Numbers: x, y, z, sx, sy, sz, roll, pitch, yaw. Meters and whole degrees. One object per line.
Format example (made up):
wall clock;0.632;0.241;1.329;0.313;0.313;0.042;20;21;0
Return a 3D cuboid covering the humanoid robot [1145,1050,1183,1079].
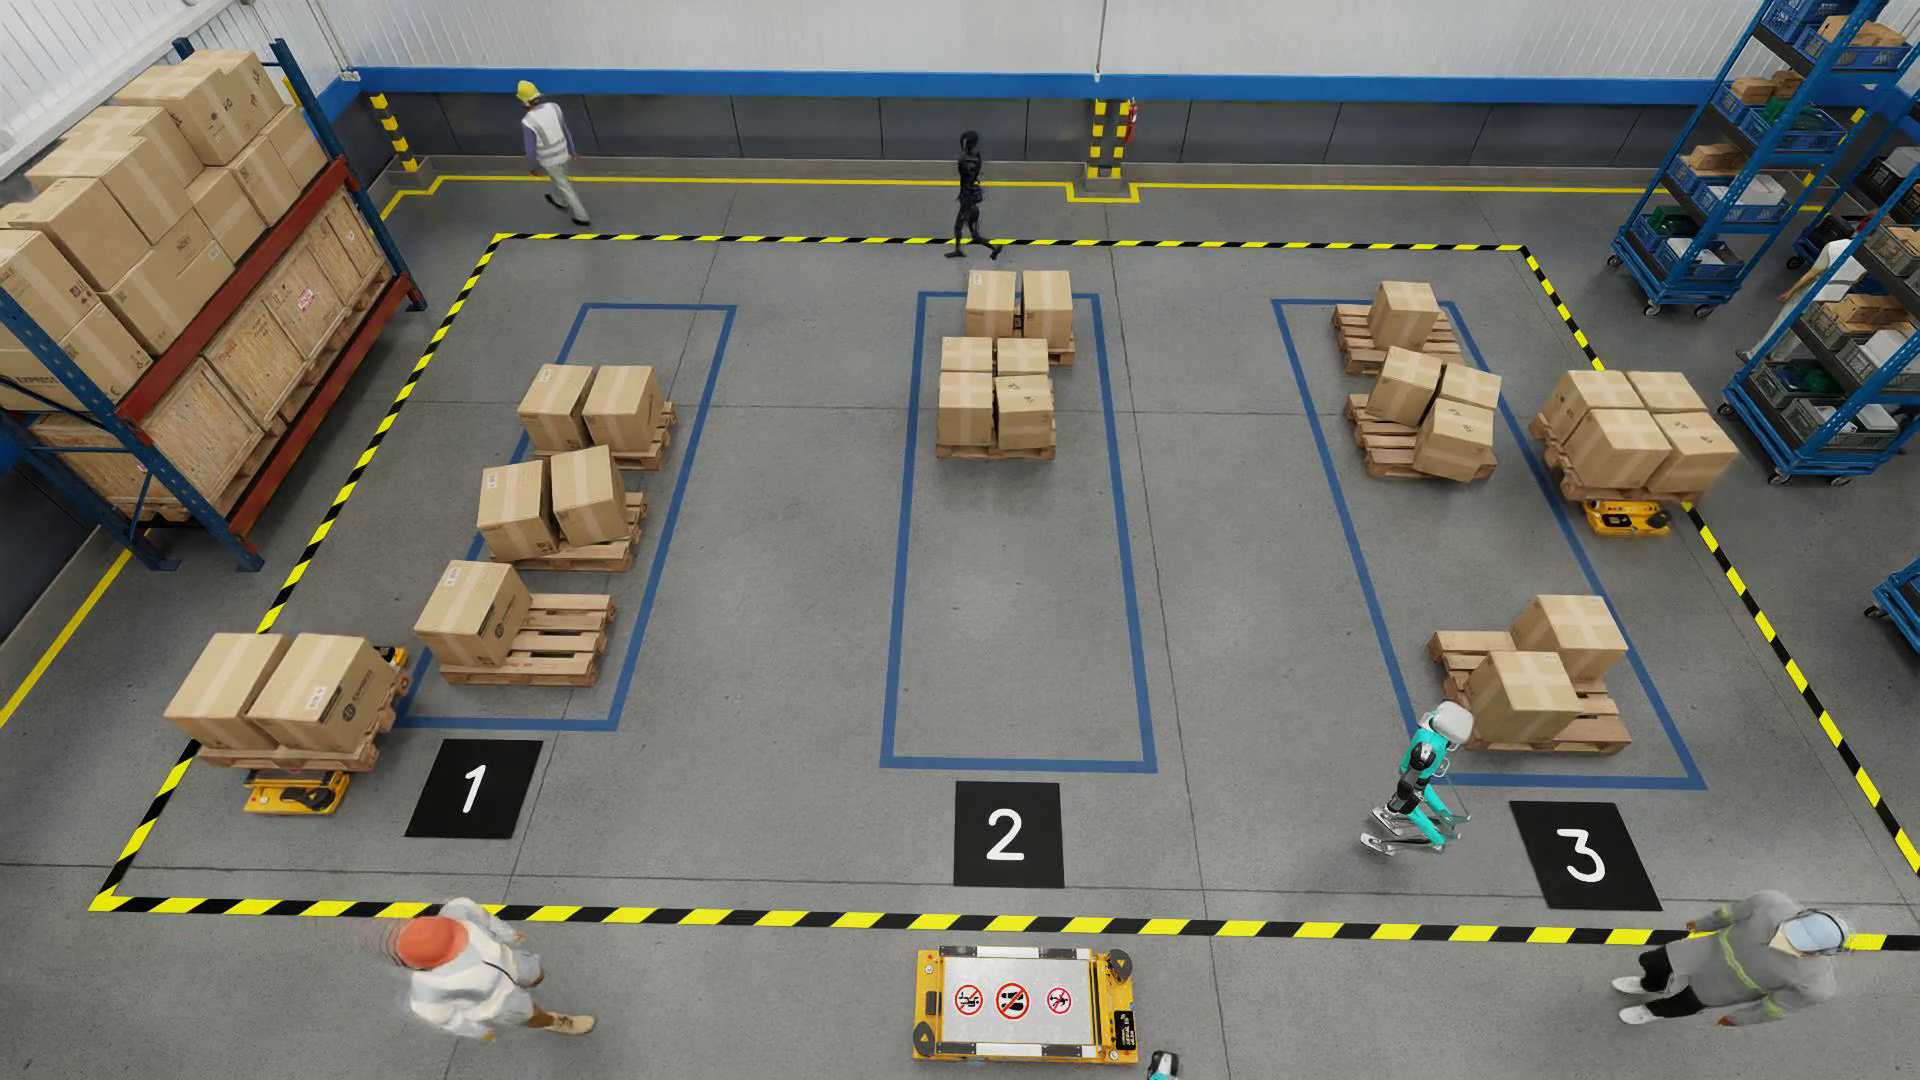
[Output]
humanoid robot;1.192;3.230;4.935;0.665;1.851;0.536;8;51;6

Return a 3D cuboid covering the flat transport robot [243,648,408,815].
flat transport robot;-5.030;1.455;7.282;0.652;0.197;1.431;1;51;1

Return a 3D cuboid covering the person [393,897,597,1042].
person;-2.761;2.543;5.283;0.679;2.021;0.617;0;51;0

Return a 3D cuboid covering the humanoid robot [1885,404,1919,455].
humanoid robot;9.649;-1.552;8.861;0.589;1.632;0.739;7;51;6

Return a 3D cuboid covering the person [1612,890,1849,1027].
person;4.486;2.535;5.405;0.434;1.837;0.618;-2;51;-1

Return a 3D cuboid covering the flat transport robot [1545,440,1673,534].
flat transport robot;6.329;-0.671;9.015;0.652;0.197;1.431;1;51;1

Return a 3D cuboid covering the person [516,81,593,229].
person;-5.156;-4.807;11.427;0.896;1.782;0.605;19;53;15

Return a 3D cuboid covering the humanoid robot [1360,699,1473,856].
humanoid robot;3.164;1.696;6.066;0.735;1.681;0.533;34;58;24

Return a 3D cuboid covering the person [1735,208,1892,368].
person;8.943;-2.567;9.560;0.569;1.845;0.384;3;51;3

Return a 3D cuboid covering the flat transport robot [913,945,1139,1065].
flat transport robot;0.422;3.041;6.007;1.431;0.231;0.659;1;51;1

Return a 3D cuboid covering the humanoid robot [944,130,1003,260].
humanoid robot;0.168;-4.070;10.919;0.690;1.648;0.589;-7;51;-6
